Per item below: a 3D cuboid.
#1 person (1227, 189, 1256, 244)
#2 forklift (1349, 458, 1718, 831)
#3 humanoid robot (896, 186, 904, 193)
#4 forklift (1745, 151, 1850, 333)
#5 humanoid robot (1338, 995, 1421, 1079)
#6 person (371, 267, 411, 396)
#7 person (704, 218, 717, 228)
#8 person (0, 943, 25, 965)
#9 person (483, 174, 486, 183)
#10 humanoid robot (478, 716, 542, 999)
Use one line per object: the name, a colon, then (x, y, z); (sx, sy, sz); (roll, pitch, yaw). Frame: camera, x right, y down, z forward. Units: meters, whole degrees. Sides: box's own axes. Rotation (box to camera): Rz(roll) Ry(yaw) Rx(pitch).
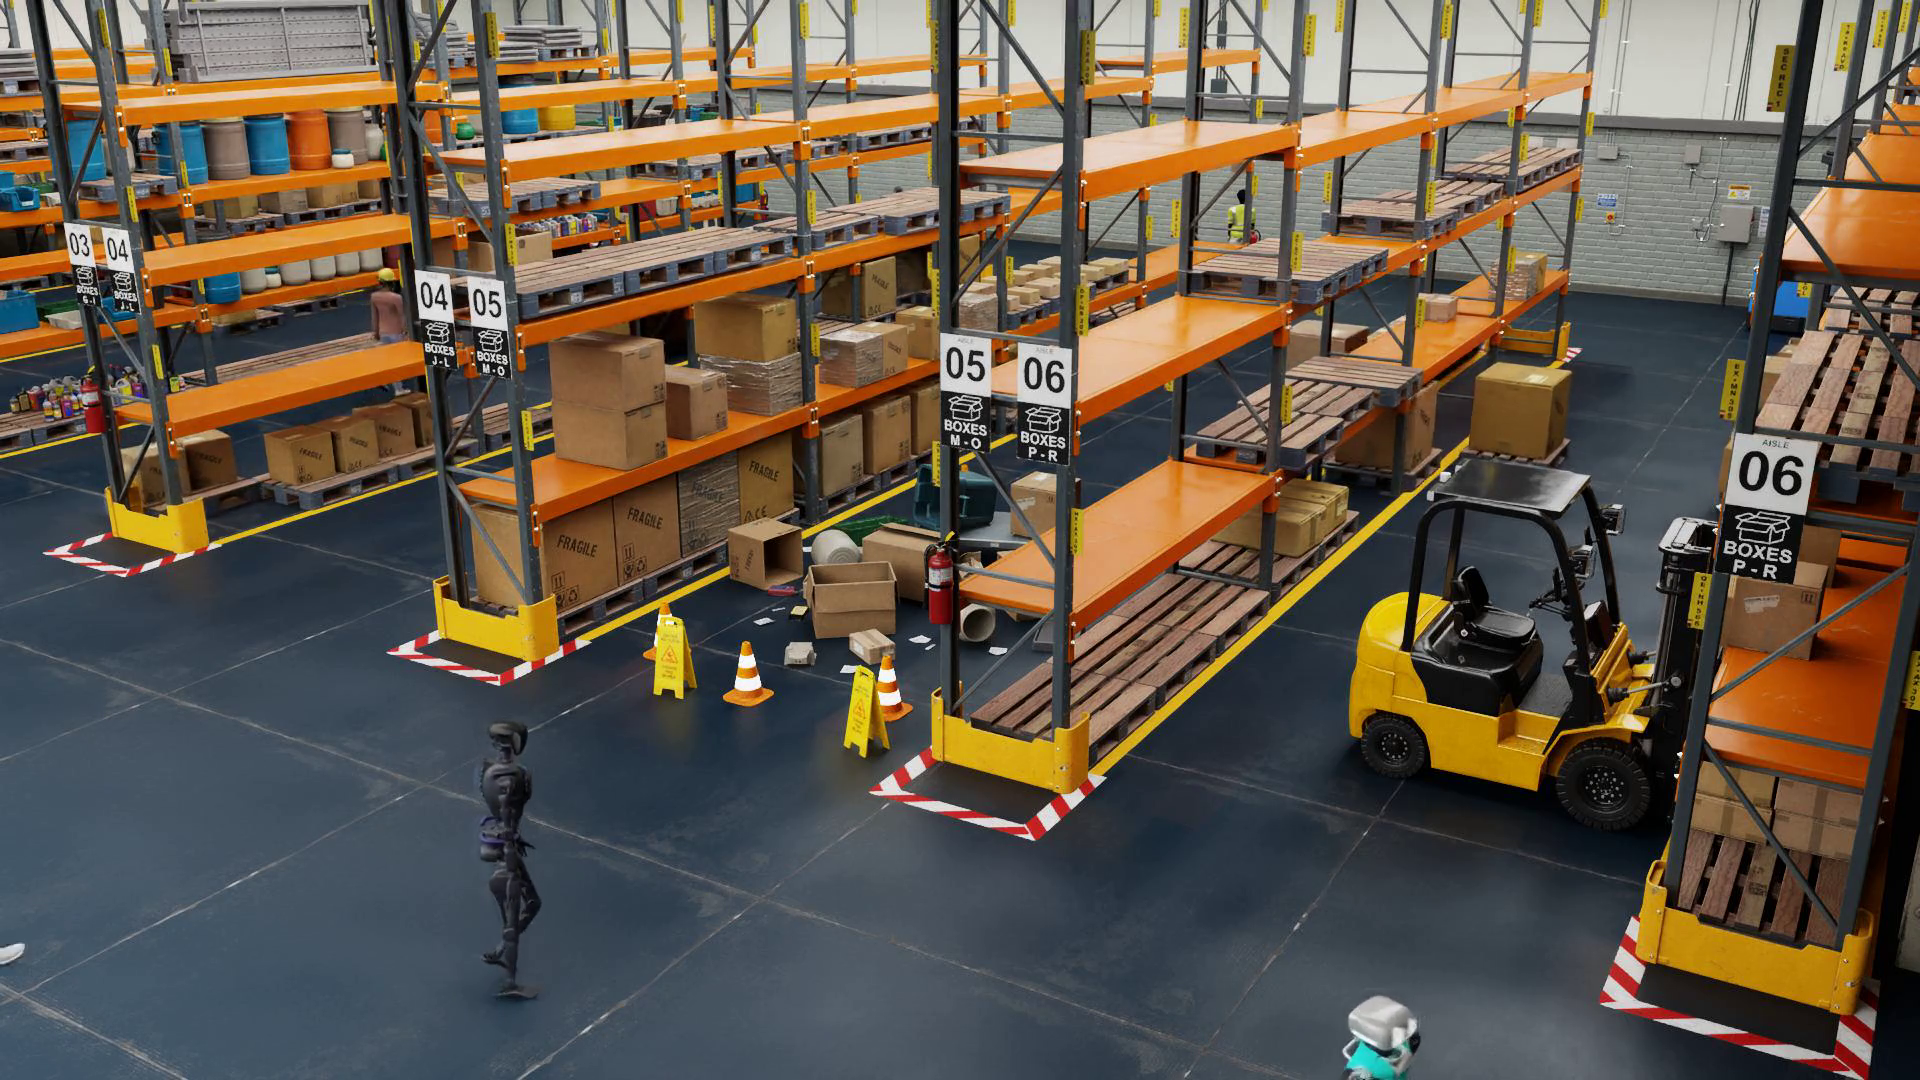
person: (5.168, -5.593, 30.597); (0.532, 1.697, 0.320); (0, 19, 1)
forklift: (3.988, 0.658, 11.776); (2.313, 2.155, 1.214); (11, 22, 29)
humanoid robot: (-1.136, -5.859, 31.422); (0.609, 1.647, 0.397); (-3, 19, -8)
forklift: (13.620, -4.667, 26.137); (1.873, 2.768, 1.129); (11, 22, 29)
humanoid robot: (1.377, 2.596, 6.867); (0.863, 1.772, 0.598); (15, 24, 37)
person: (-7.649, -2.797, 22.429); (0.529, 1.753, 0.405); (10, 21, 27)
person: (-5.240, -7.060, 34.859); (0.488, 1.688, 0.350); (-6, 20, -17)
person: (-5.738, 1.705, 9.213); (0.912, 1.877, 0.610); (-16, 25, -39)
person: (-10.382, -7.727, 36.607); (0.330, 1.803, 0.526); (7, 20, 20)
humanoid robot: (-2.534, 1.768, 9.340); (0.341, 1.647, 0.613); (-5, 20, -14)
